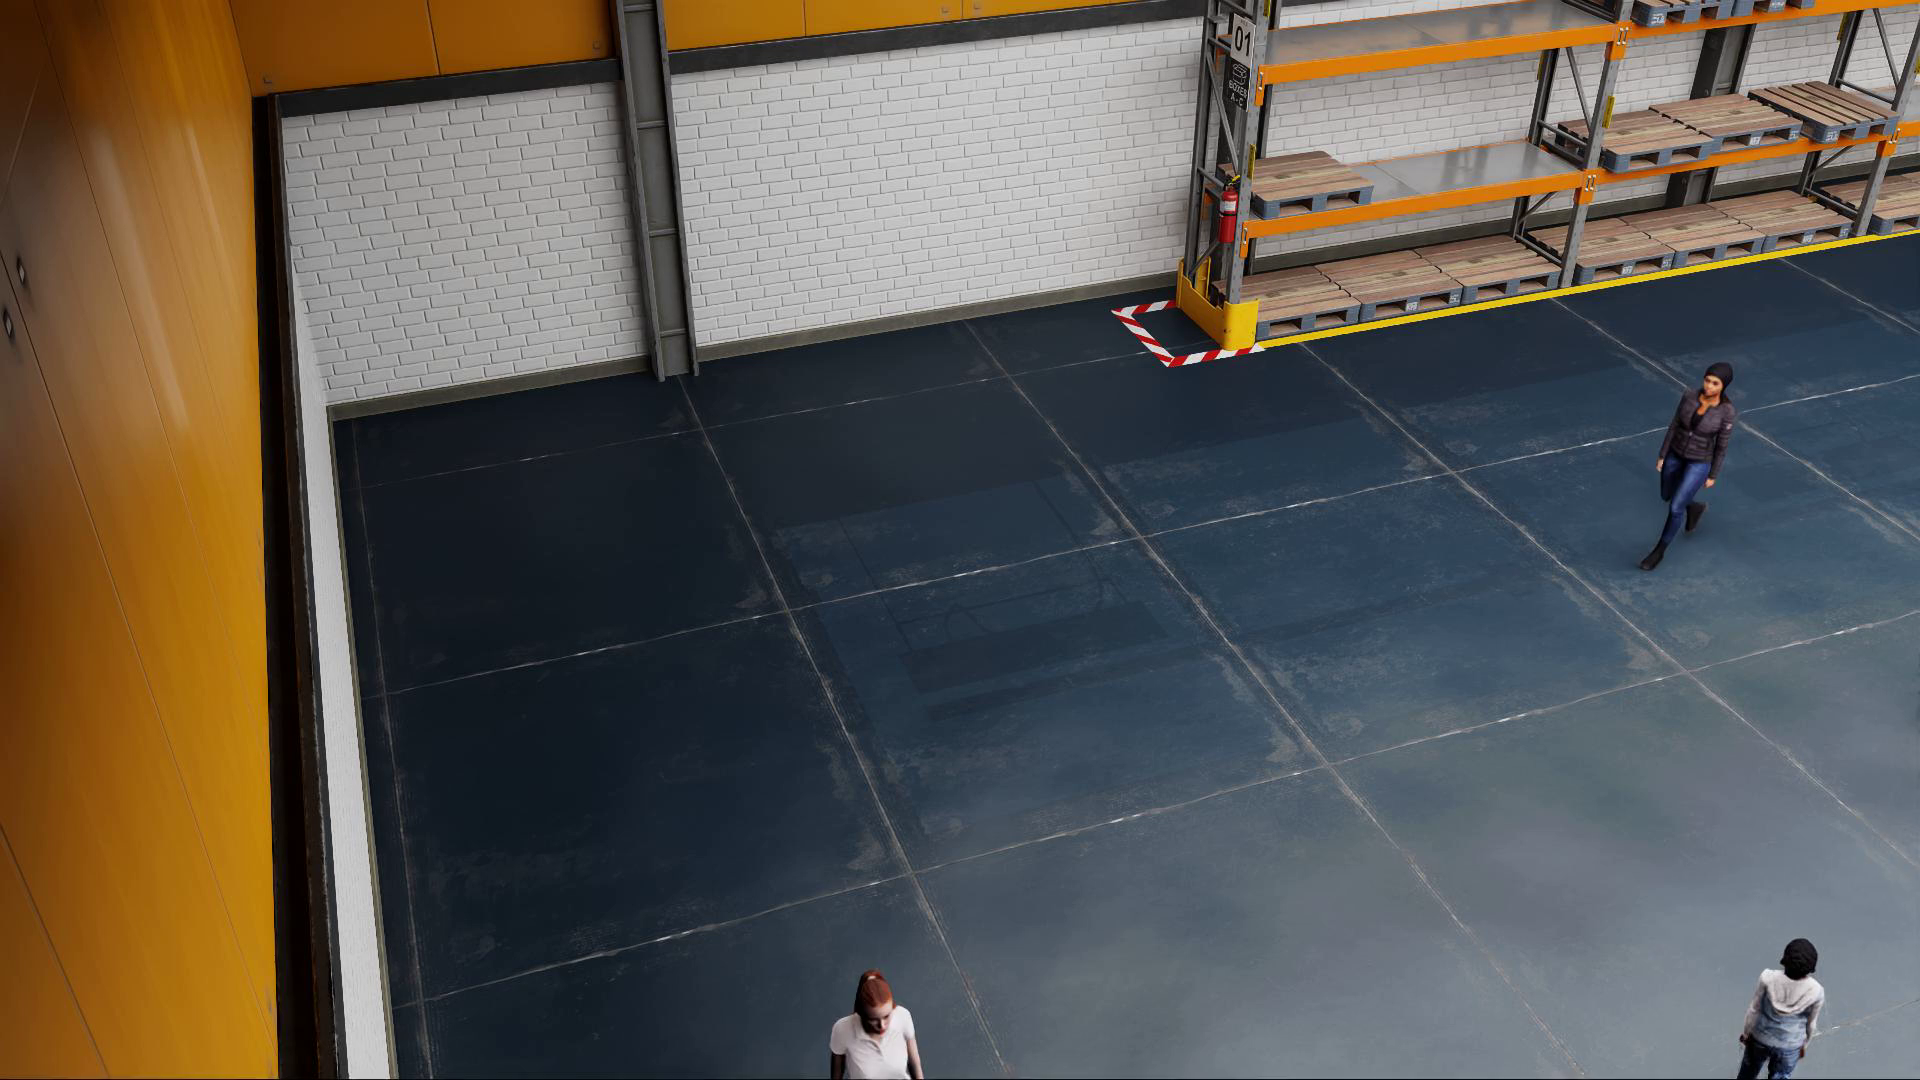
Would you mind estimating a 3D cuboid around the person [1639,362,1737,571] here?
[{"bbox_3d":[5.739,-0.616,13.019,1.120,1.727,0.819,-23,40,-31],"label":"person"}]

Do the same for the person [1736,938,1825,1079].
[{"bbox_3d":[4.234,2.590,8.626,0.716,1.250,0.799,17,37,24],"label":"person"}]

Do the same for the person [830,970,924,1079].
[{"bbox_3d":[-0.422,2.681,8.092,1.069,1.690,0.681,-13,36,-19],"label":"person"}]
